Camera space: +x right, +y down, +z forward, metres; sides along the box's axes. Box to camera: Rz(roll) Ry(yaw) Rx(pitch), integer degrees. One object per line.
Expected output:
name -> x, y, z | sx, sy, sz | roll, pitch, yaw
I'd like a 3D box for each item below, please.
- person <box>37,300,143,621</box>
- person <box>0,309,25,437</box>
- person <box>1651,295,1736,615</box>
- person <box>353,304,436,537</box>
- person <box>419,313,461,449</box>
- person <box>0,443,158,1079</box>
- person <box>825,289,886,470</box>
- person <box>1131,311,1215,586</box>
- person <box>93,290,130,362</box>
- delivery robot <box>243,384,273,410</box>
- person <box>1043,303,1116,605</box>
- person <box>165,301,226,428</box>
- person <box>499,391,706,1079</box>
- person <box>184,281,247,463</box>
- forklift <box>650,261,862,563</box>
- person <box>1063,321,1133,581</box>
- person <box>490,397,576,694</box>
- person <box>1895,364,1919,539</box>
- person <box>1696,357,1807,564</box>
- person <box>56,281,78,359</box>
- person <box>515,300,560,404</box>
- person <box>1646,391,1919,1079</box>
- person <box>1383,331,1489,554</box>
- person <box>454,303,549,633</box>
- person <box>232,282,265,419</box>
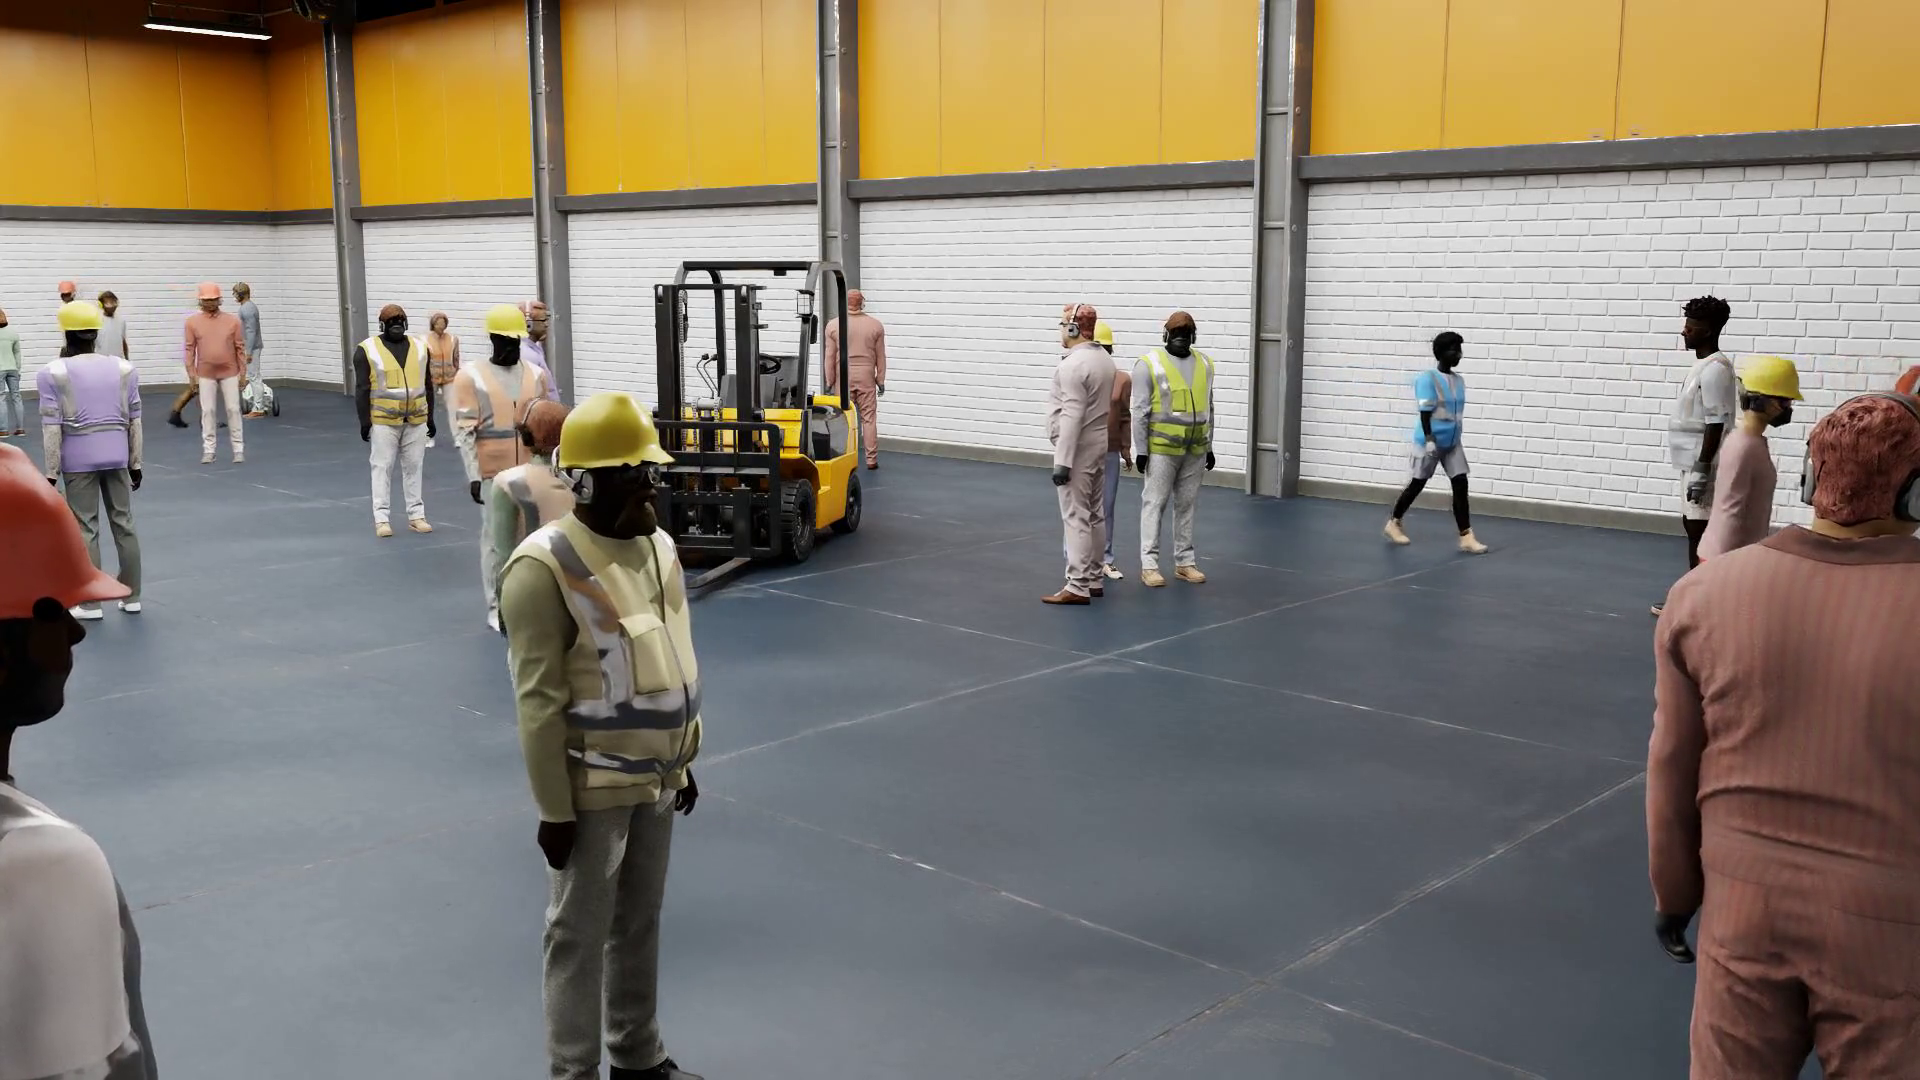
person -> -5.243, -0.475, 10.061 | 0.363, 1.930, 0.588 | 7, 12, 37
person -> -12.082, -2.108, 20.981 | 0.286, 1.633, 0.501 | 5, 10, 28
person -> 4.381, -0.462, 9.871 | 0.367, 1.966, 0.606 | 3, 10, 17
person -> -4.483, -0.954, 13.269 | 0.633, 1.841, 0.429 | -8, 12, -39
person -> -6.118, -1.859, 19.582 | 0.539, 1.594, 0.701 | -7, 11, -36
person -> -1.060, 0.856, 1.879 | 0.542, 1.938, 0.358 | 5, 10, 26
person -> -1.106, -1.681, 17.535 | 0.651, 1.904, 0.403 | -2, 9, -10
person -> 1.454, -0.610, 11.169 | 0.633, 1.839, 0.429 | -4, 10, -25
person -> -10.604, -2.179, 20.765 | 0.383, 1.876, 0.561 | 5, 11, 29
delivery robot -> -10.130, -2.105, 23.977 | 0.477, 0.478, 0.707 | -5, 10, -29
person -> 0.736, -0.542, 10.553 | 0.405, 1.907, 0.657 | 4, 10, 24
person -> -10.173, -2.402, 22.091 | 0.789, 1.888, 0.607 | -6, 11, -32
person -> -0.824, 0.557, 4.028 | 0.403, 1.835, 0.588 | 4, 10, 22
person -> -8.114, -1.821, 18.157 | 0.618, 1.986, 0.408 | -4, 10, -21
forklift -> -1.552, -1.040, 12.721 | 1.214, 2.155, 2.313 | 2, 9, 11
person -> 0.927, -0.600, 11.328 | 0.523, 1.769, 0.314 | -2, 10, -15
person -> -1.573, 0.251, 6.575 | 0.512, 1.624, 0.551 | -8, 12, -41
person -> 2.889, 0.405, 4.942 | 0.599, 1.841, 0.950 | -6, 11, -31
person -> 3.350, 0.101, 7.110 | 0.411, 1.751, 0.552 | 5, 10, 27
person -> -13.625, -3.004, 25.587 | 0.619, 1.938, 1.064 | 2, 9, 12
person -> -3.061, -0.757, 11.907 | 0.402, 1.900, 0.646 | -3, 10, -20
person -> 1.596, 0.683, 3.039 | 0.401, 1.906, 0.650 | -9, 13, -44
person -> 3.606, -0.751, 12.566 | 0.532, 1.664, 0.827 | -6, 11, -31
person -> -2.638, -0.418, 9.747 | 0.602, 1.922, 0.394 | -8, 12, -40
person -> -10.061, -2.674, 23.543 | 0.378, 1.933, 0.628 | -4, 10, -22
